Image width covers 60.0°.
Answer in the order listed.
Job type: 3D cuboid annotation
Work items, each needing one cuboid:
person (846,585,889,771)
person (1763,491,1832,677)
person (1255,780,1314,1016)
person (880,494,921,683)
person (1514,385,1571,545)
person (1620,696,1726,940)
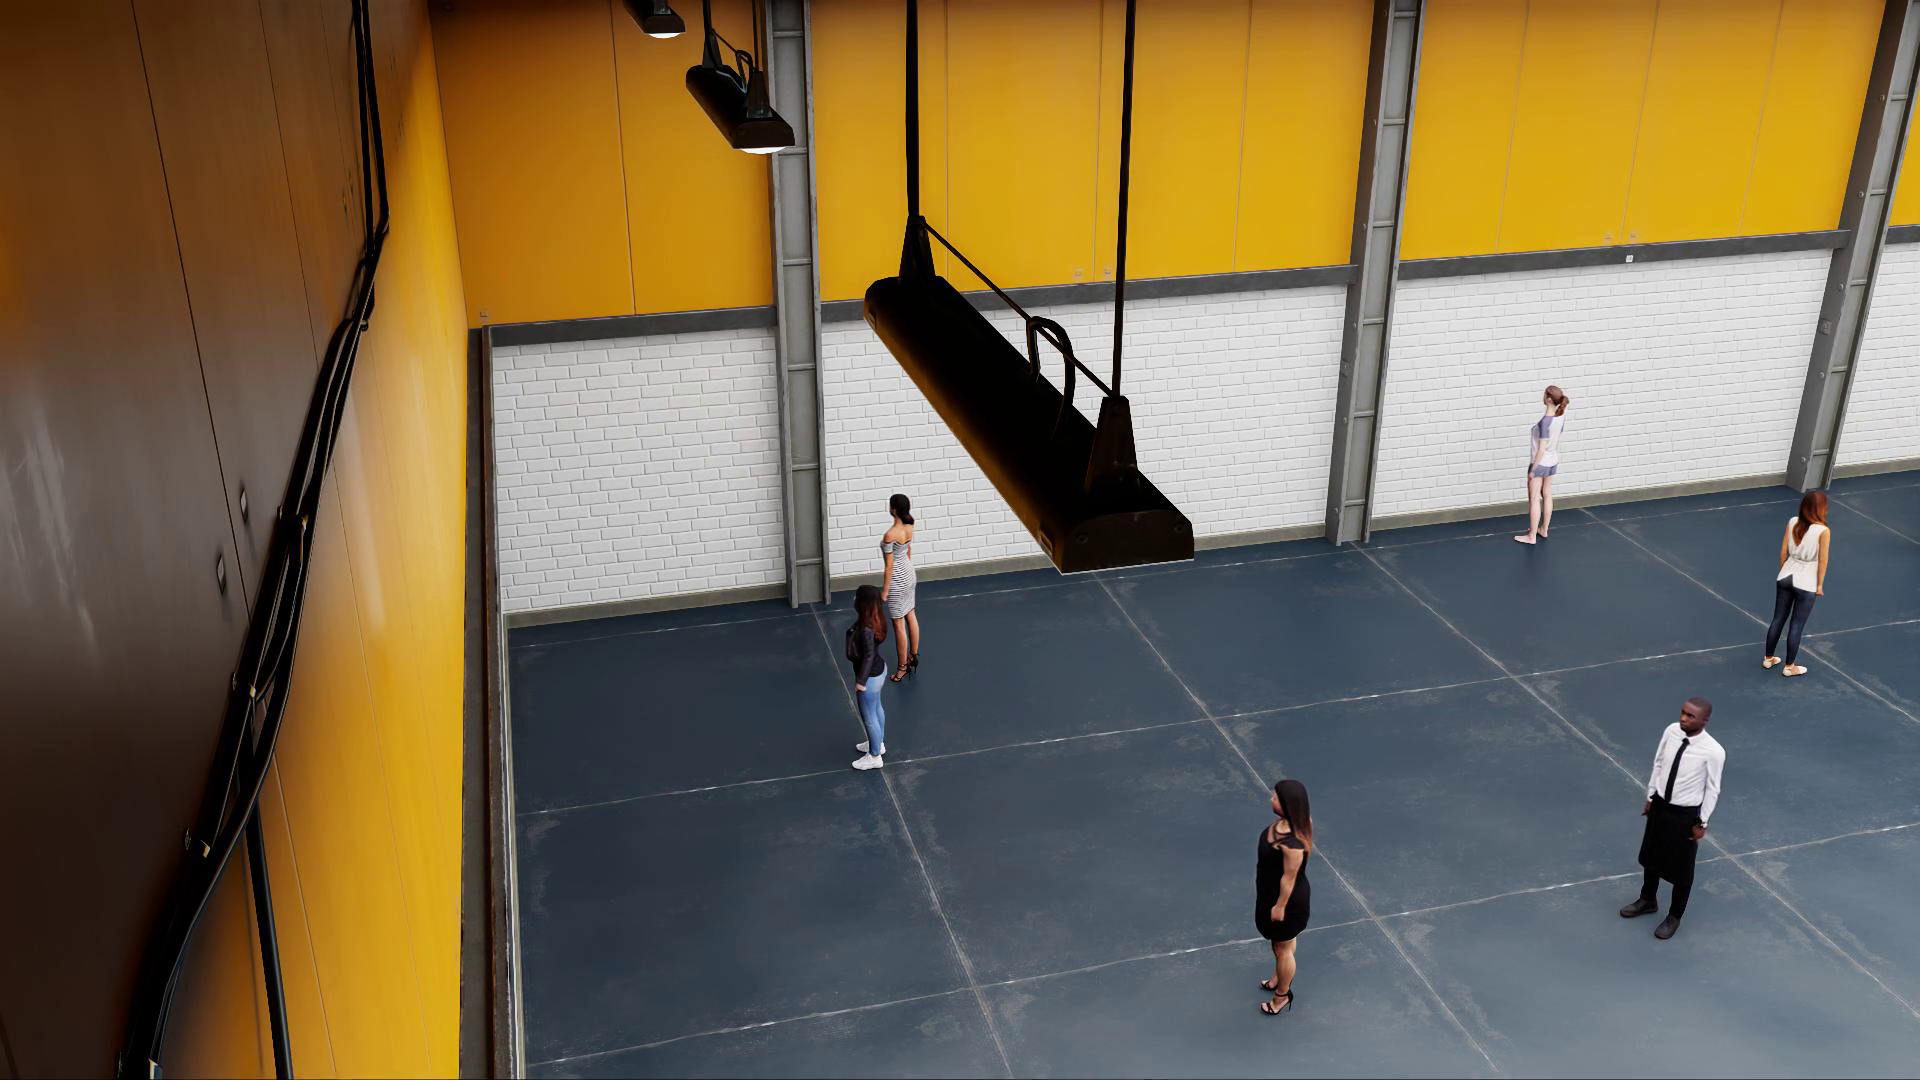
[{"bbox_3d":[-0.749,1.105,13.715,0.684,1.634,0.704,2,24,6],"label":"person"},{"bbox_3d":[7.638,0.387,15.169,0.610,1.785,0.641,-13,27,-28],"label":"person"},{"bbox_3d":[2.124,2.316,10.839,0.758,1.718,0.748,5,24,12],"label":"person"},{"bbox_3d":[-0.526,0.420,15.047,0.732,1.822,0.672,13,27,28],"label":"person"},{"bbox_3d":[6.298,-0.823,17.960,0.626,1.766,0.730,-20,30,-37],"label":"person"},{"bbox_3d":[5.029,1.902,11.638,0.636,1.836,0.697,-14,27,-29],"label":"person"}]
